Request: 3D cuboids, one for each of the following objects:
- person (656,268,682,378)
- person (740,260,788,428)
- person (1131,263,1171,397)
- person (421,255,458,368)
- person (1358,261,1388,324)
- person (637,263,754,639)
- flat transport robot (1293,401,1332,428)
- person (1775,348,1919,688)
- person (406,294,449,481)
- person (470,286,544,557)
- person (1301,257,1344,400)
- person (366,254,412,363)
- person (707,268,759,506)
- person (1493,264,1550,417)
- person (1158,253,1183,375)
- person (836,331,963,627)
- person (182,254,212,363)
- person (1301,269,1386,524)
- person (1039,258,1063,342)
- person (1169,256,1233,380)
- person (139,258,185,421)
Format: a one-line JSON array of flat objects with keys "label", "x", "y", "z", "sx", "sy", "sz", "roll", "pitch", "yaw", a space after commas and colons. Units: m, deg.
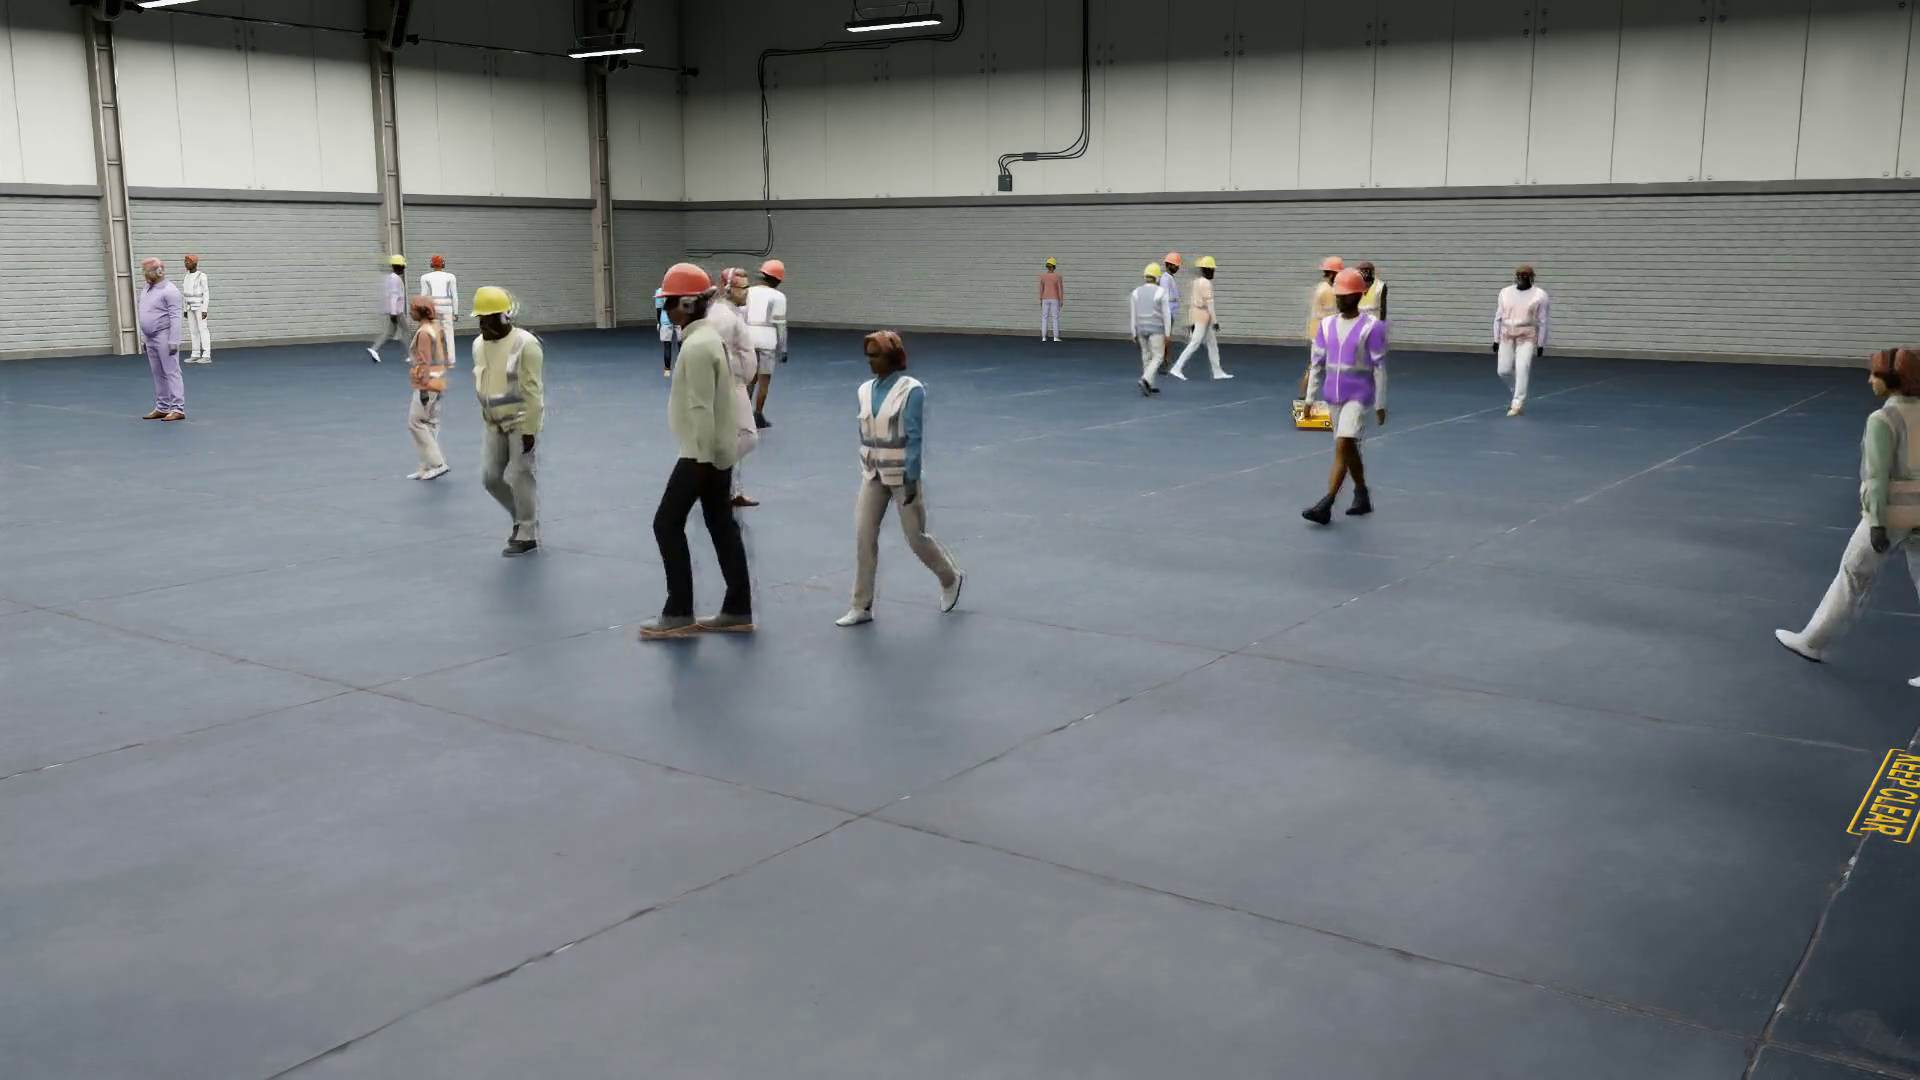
[{"label": "person", "x": -4.429, "y": -3.345, "z": 25.699, "sx": 0.529, "sy": 1.692, "sz": 0.321, "roll": -2, "pitch": 10, "yaw": -11}, {"label": "person", "x": -2.212, "y": -2.202, "z": 18.746, "sx": 0.583, "sy": 1.889, "sz": 0.496, "roll": 4, "pitch": 11, "yaw": 22}, {"label": "person", "x": 2.596, "y": -2.860, "z": 22.677, "sx": 0.605, "sy": 1.833, "sz": 0.632, "roll": 8, "pitch": 13, "yaw": 38}, {"label": "person", "x": -8.650, "y": -3.795, "z": 27.692, "sx": 0.576, "sy": 1.882, "sz": 0.355, "roll": -3, "pitch": 11, "yaw": -17}, {"label": "person", "x": 6.093, "y": -3.285, "z": 25.034, "sx": 0.631, "sy": 1.822, "sz": 0.725, "roll": 3, "pitch": 11, "yaw": 16}, {"label": "person", "x": -1.442, "y": -0.460, "z": 8.768, "sx": 0.749, "sy": 1.963, "sz": 0.649, "roll": 0, "pitch": 10, "yaw": 0}, {"label": "flat transport robot", "x": 4.181, "y": -1.456, "z": 19.101, "sx": 0.652, "sy": 0.197, "sz": 1.431, "roll": 2, "pitch": 10, "yaw": 9}, {"label": "person", "x": 4.380, "y": -0.110, "z": 7.873, "sx": 0.517, "sy": 1.583, "sz": 0.904, "roll": -5, "pitch": 11, "yaw": -24}, {"label": "person", "x": -4.689, "y": -1.324, "z": 14.551, "sx": 0.383, "sy": 1.635, "sz": 0.538, "roll": -1, "pitch": 10, "yaw": -8}, {"label": "person", "x": -2.997, "y": -0.775, "z": 11.010, "sx": 0.599, "sy": 1.802, "sz": 0.464, "roll": 6, "pitch": 12, "yaw": 30}, {"label": "person", "x": 4.593, "y": -2.512, "z": 20.445, "sx": 0.850, "sy": 1.898, "sz": 0.543, "roll": 2, "pitch": 10, "yaw": 9}, {"label": "person", "x": -9.897, "y": -4.024, "z": 28.974, "sx": 0.888, "sy": 1.895, "sz": 0.589, "roll": -5, "pitch": 11, "yaw": -26}, {"label": "person", "x": -1.801, "y": -1.170, "z": 12.975, "sx": 0.465, "sy": 1.888, "sz": 0.648, "roll": -2, "pitch": 10, "yaw": -12}, {"label": "person", "x": 6.784, "y": -2.416, "z": 20.118, "sx": 0.638, "sy": 1.830, "sz": 0.609, "roll": 9, "pitch": 13, "yaw": 40}, {"label": "person", "x": 3.314, "y": -3.570, "z": 26.307, "sx": 0.382, "sy": 1.927, "sz": 0.542, "roll": 3, "pitch": 10, "yaw": 15}, {"label": "person", "x": -0.327, "y": -0.350, "z": 9.154, "sx": 0.519, "sy": 1.611, "sz": 0.762, "roll": 9, "pitch": 13, "yaw": 41}, {"label": "person", "x": -13.282, "y": -4.009, "z": 28.890, "sx": 0.575, "sy": 1.883, "sz": 0.355, "roll": 5, "pitch": 11, "yaw": 27}, {"label": "person", "x": 2.871, "y": -1.076, "z": 12.454, "sx": 0.985, "sy": 1.883, "sz": 0.568, "roll": -10, "pitch": 14, "yaw": -43}, {"label": "person", "x": 1.920, "y": -5.056, "z": 35.081, "sx": 0.525, "sy": 1.769, "sz": 0.316, "roll": 4, "pitch": 11, "yaw": 20}, {"label": "person", "x": 3.664, "y": -3.364, "z": 25.298, "sx": 0.984, "sy": 1.883, "sz": 0.588, "roll": 0, "pitch": 10, "yaw": 1}, {"label": "person", "x": -9.405, "y": -2.351, "z": 19.535, "sx": 0.636, "sy": 1.909, "sz": 0.405, "roll": 7, "pitch": 12, "yaw": 34}]
